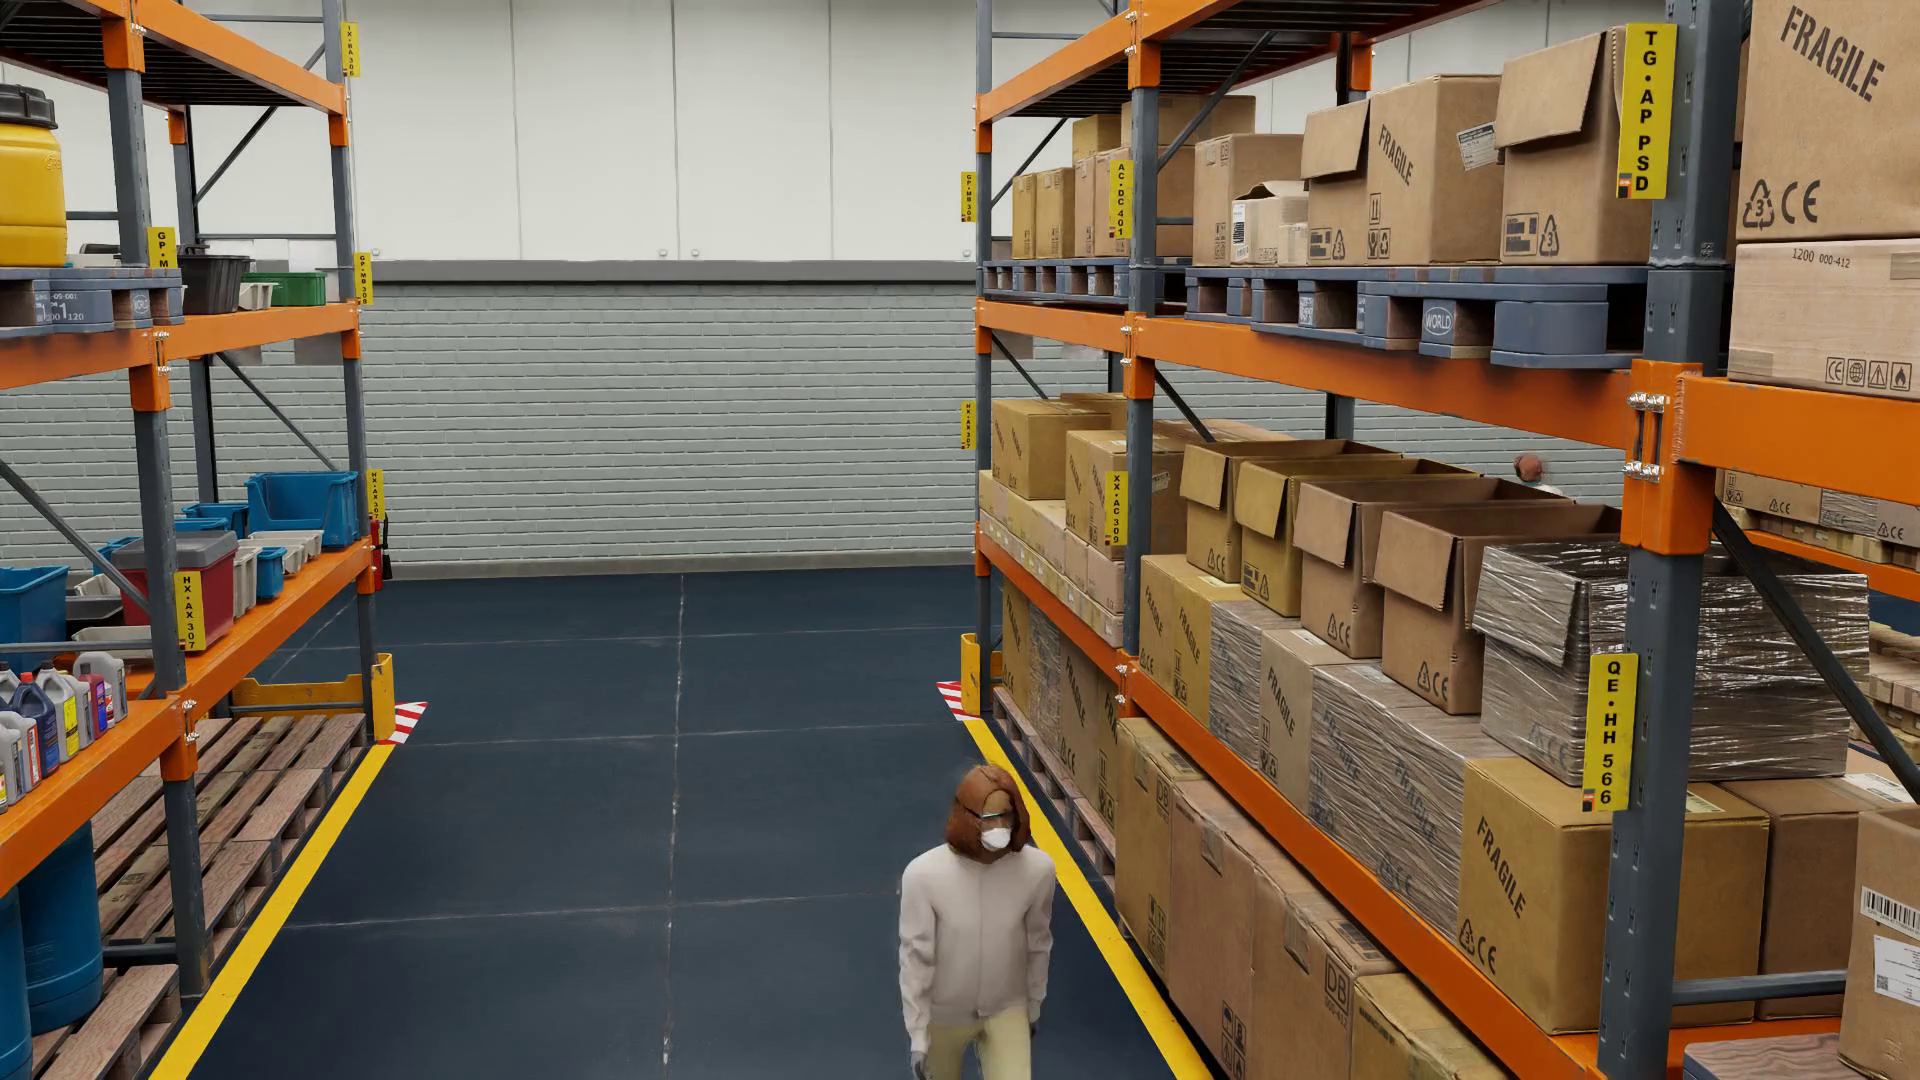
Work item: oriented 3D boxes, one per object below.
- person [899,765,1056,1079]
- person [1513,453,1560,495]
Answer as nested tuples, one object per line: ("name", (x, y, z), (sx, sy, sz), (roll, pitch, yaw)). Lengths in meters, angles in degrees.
("person", (0.048, 1.435, 5.050), (0.499, 1.584, 0.886), (-2, 9, -11))
("person", (4.494, 0.114, 13.112), (0.497, 1.599, 0.794), (0, 9, -3))
